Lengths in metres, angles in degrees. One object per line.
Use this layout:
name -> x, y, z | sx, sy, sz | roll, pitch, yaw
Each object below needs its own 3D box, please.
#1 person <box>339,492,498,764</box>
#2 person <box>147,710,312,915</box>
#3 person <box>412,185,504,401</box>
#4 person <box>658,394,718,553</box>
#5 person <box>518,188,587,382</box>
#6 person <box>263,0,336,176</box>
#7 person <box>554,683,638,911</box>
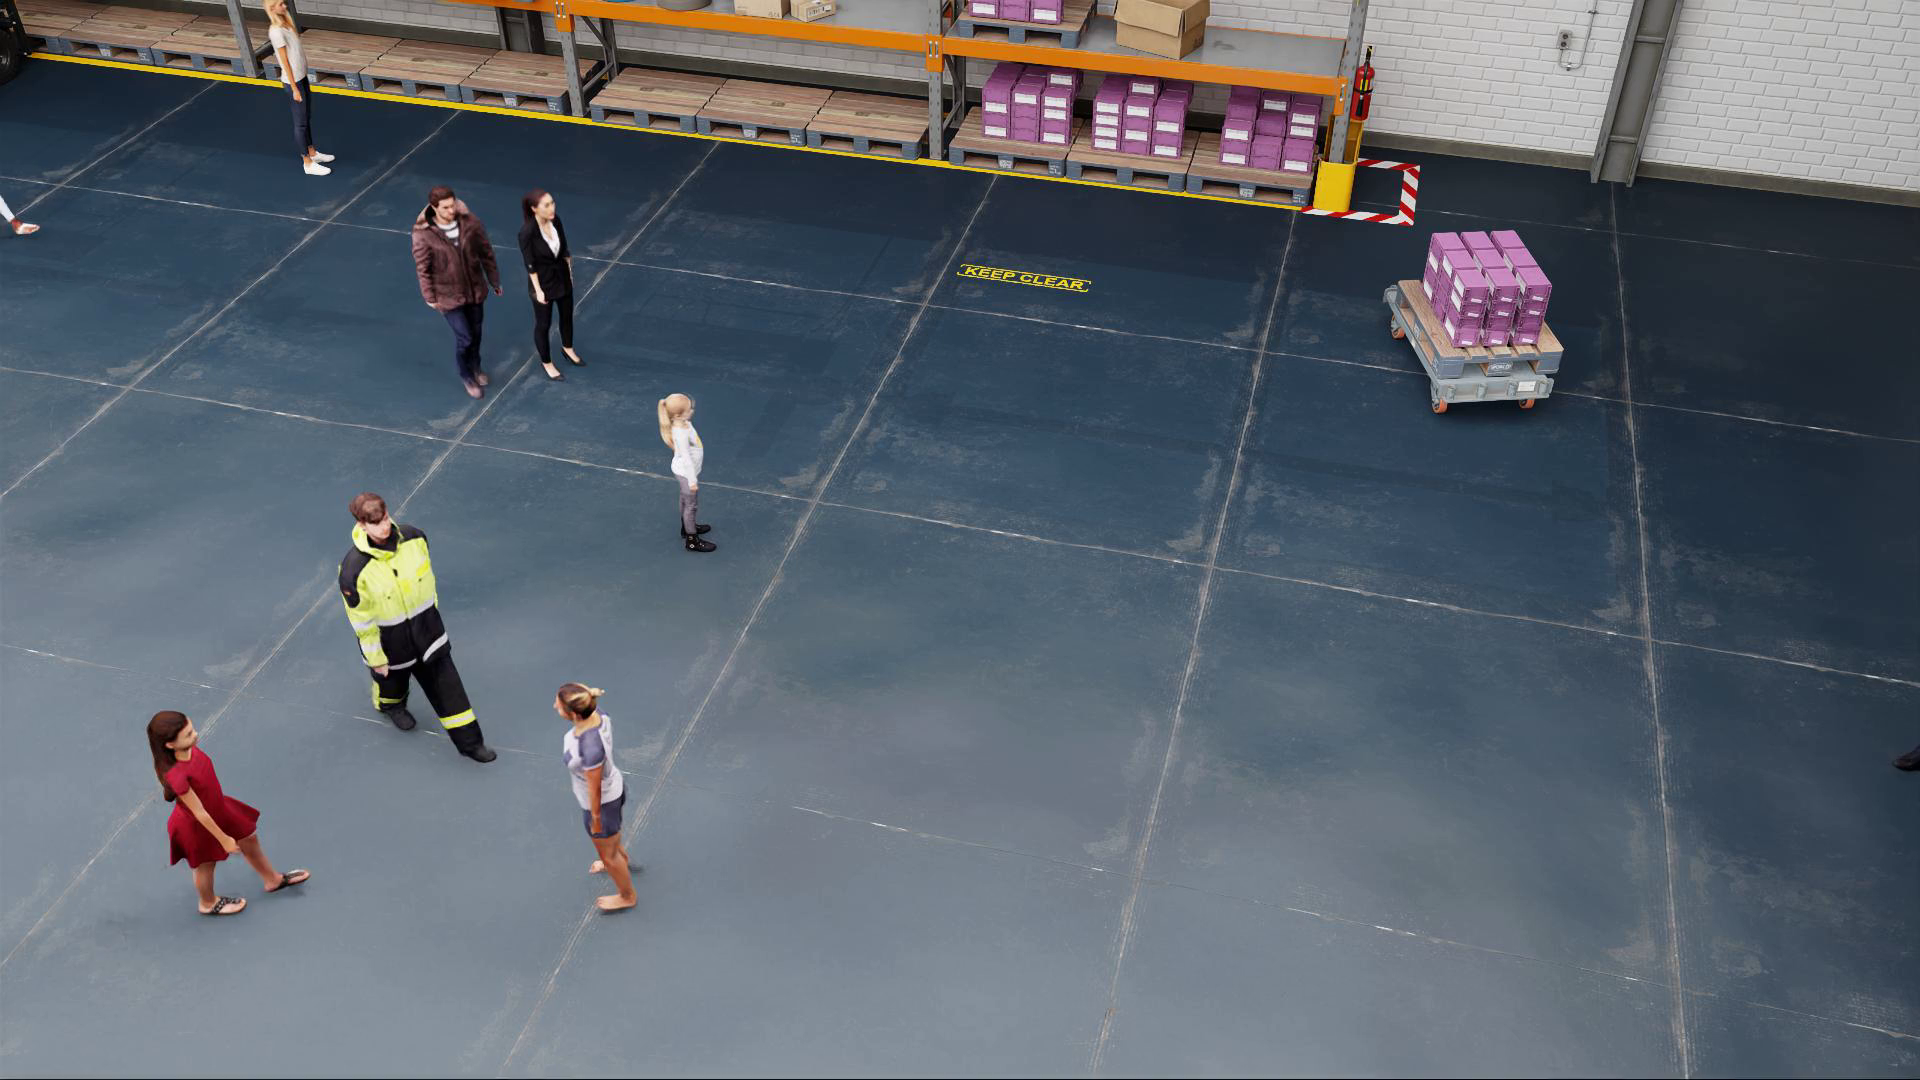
person -> -3.427, 0.494, 10.035 | 1.375, 1.929, 1.118 | 27, 46, 29
person -> -4.203, 1.525, 9.064 | 0.926, 1.530, 0.761 | -6, 39, -8
person -> -4.042, -2.029, 13.277 | 0.887, 1.825, 0.882 | 31, 48, 33
person -> -1.946, -0.497, 11.796 | 0.615, 1.279, 0.577 | -10, 40, -12
person -> -3.334, -2.092, 13.490 | 0.657, 1.657, 0.667 | 24, 45, 27
person -> -6.559, -4.511, 16.398 | 0.637, 1.809, 0.669 | -6, 39, -7
person -> -1.971, 1.400, 9.149 | 0.640, 1.619, 0.646 | -4, 39, -6
